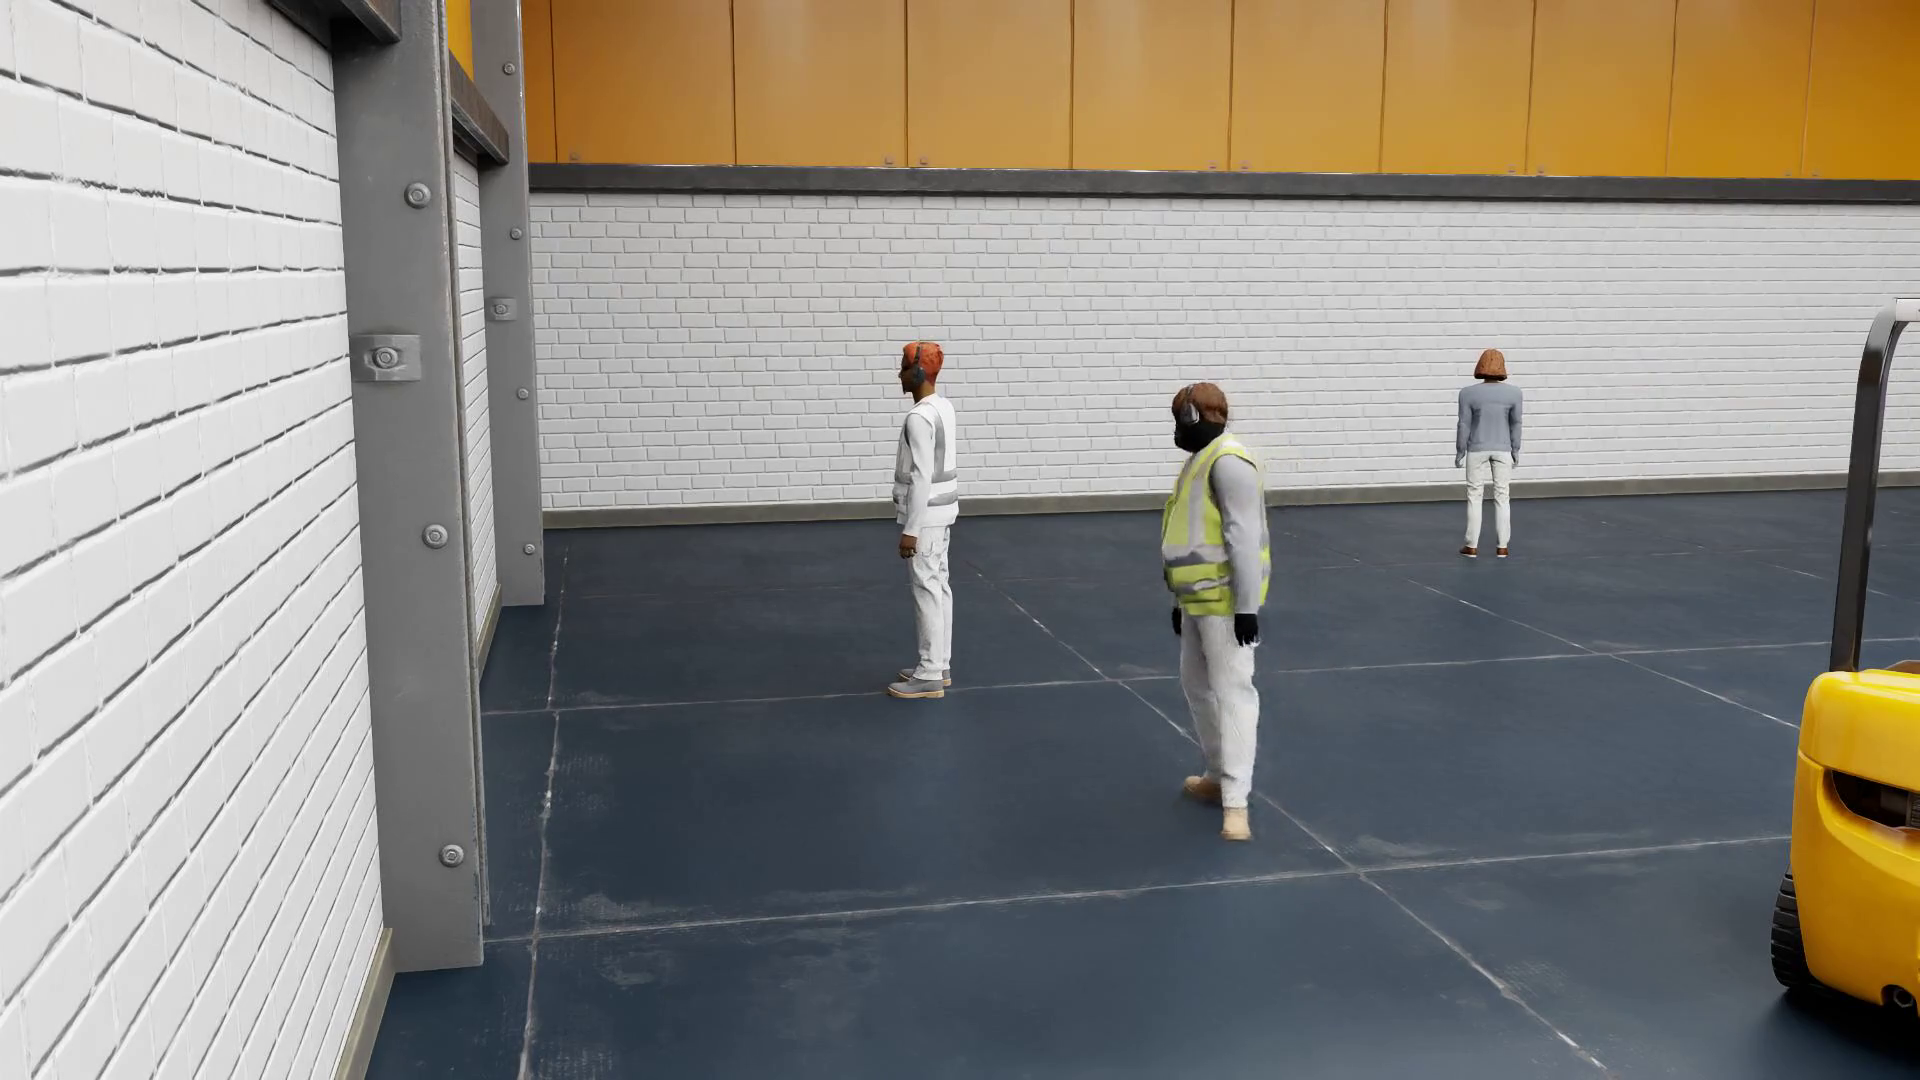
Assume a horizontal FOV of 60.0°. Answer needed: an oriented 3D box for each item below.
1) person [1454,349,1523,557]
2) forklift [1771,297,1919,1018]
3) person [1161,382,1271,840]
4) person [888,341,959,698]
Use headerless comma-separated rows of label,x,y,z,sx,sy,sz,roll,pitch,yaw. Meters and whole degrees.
person,4.129,-0.673,13.013,0.498,1.634,0.279,1,9,7
forklift,3.542,0.334,5.177,2.313,2.155,1.214,-9,13,-43
person,1.043,0.272,6.771,0.433,1.807,0.740,-1,9,-8
person,-0.193,-0.106,8.806,0.355,1.883,0.574,2,10,11
